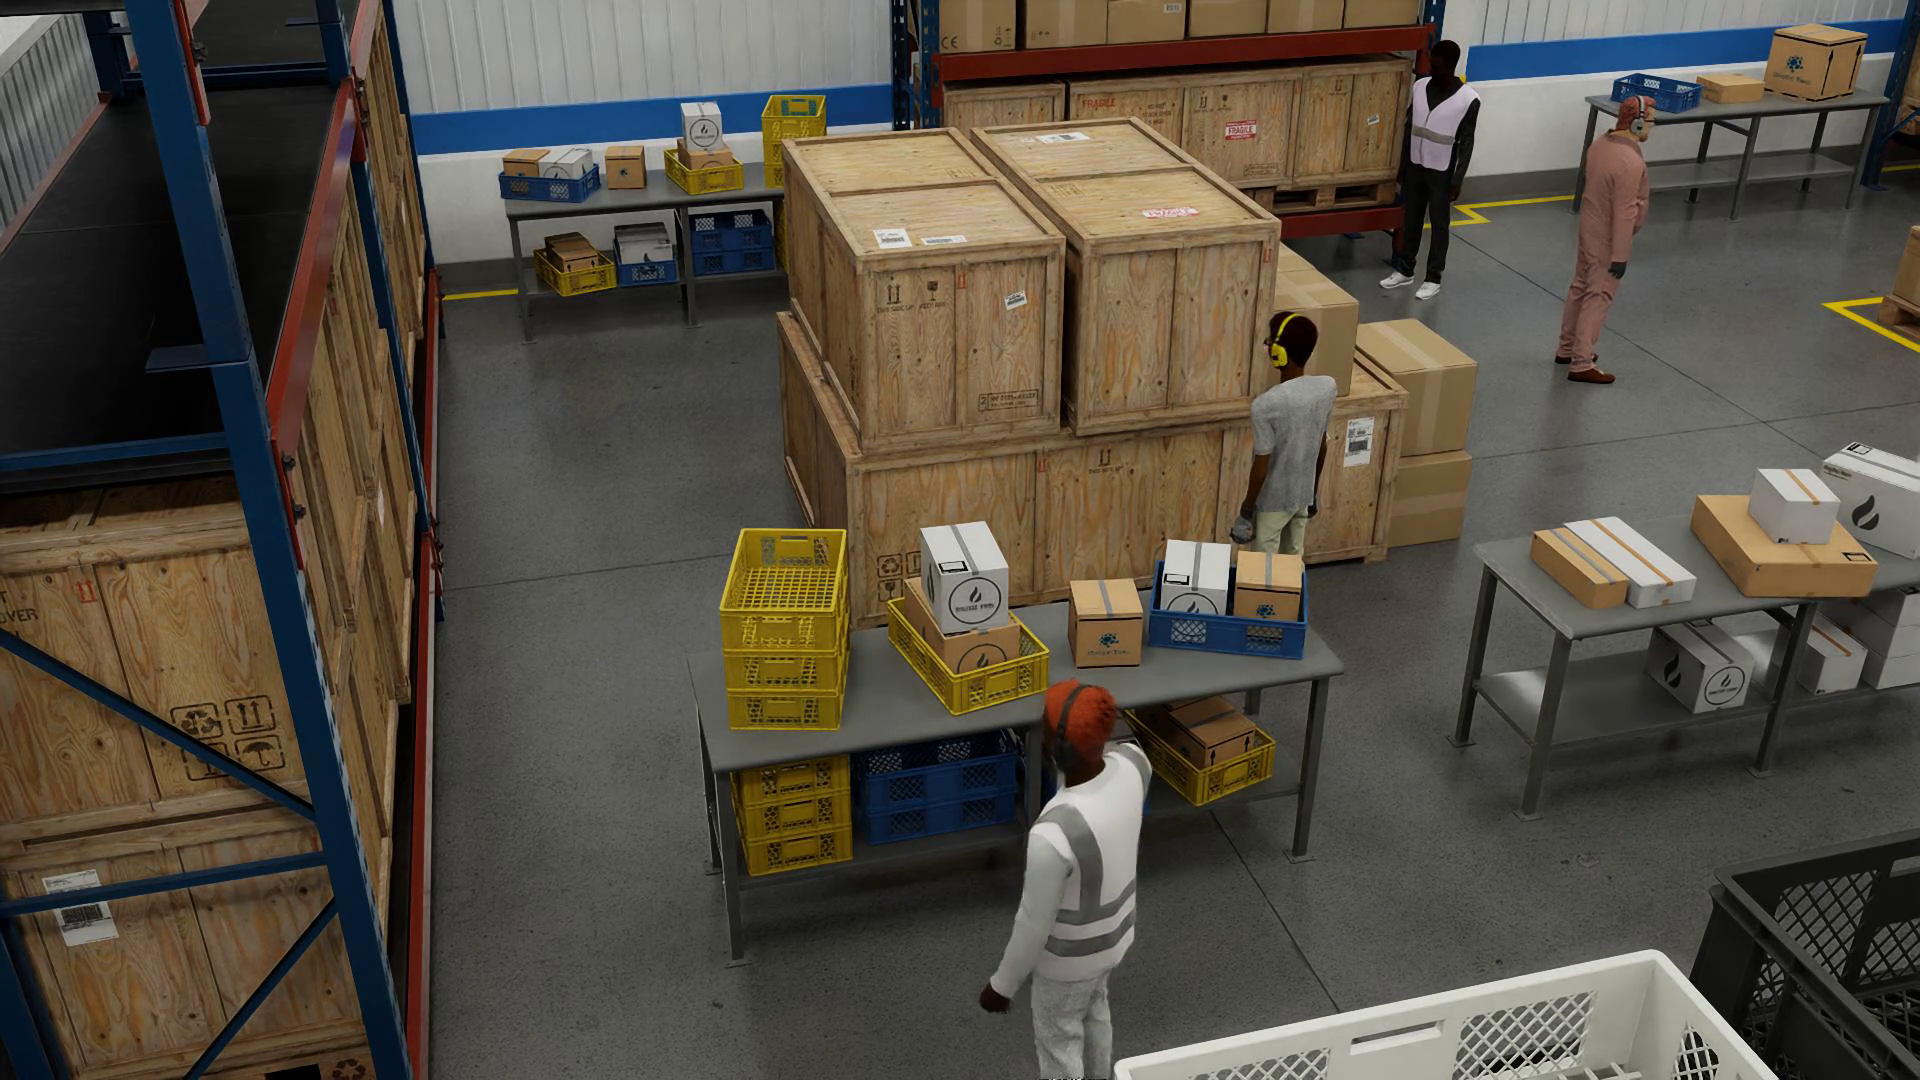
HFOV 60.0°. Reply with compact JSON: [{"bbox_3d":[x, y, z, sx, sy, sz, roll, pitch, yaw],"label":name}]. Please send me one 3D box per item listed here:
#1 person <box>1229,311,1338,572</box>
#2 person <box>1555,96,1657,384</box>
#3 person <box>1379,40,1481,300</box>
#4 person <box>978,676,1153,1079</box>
[{"bbox_3d":[1.486,-0.182,7.778,0.509,1.868,0.328,-20,34,-32],"label":"person"},{"bbox_3d":[4.310,-1.988,11.025,0.401,1.899,0.645,0,29,0],"label":"person"},{"bbox_3d":[3.537,-2.769,12.426,0.391,1.913,0.587,-21,35,-33],"label":"person"},{"bbox_3d":[0.341,1.238,5.188,0.386,1.883,0.588,17,33,28],"label":"person"}]
